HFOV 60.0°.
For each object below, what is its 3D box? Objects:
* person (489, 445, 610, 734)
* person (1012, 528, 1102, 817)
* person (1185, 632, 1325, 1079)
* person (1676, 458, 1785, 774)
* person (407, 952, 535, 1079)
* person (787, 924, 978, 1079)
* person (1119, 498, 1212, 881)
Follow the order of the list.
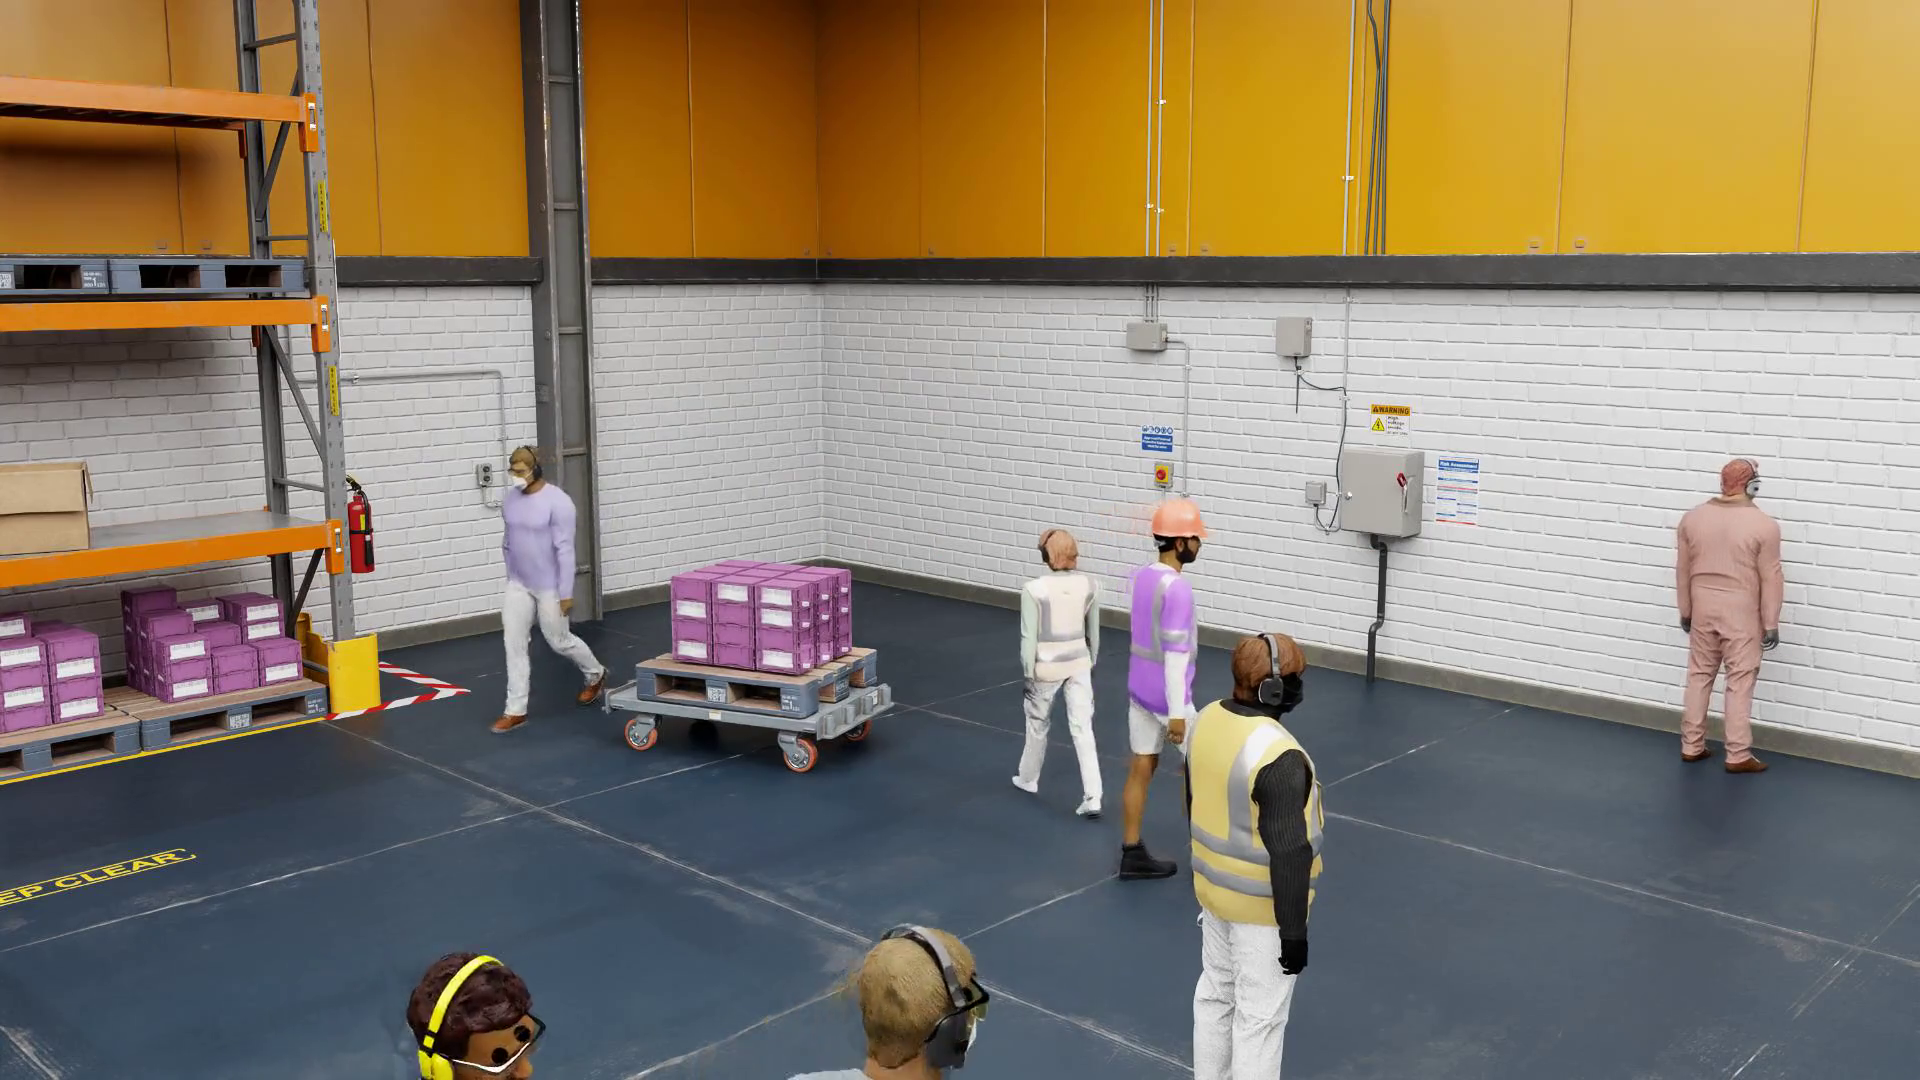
[{"bbox_3d":[-2.758,0.290,11.133,0.631,1.900,0.941,5,11,29],"label":"person"},{"bbox_3d":[0.574,0.729,9.322,0.534,1.593,0.871,-4,10,-23],"label":"person"},{"bbox_3d":[0.998,1.213,5.598,0.429,1.841,0.634,-3,10,-19],"label":"person"},{"bbox_3d":[4.674,0.450,10.083,0.403,1.904,0.651,-6,11,-34],"label":"person"},{"bbox_3d":[-0.879,1.628,3.163,0.989,1.801,0.499,-2,9,-9],"label":"person"},{"bbox_3d":[-0.147,1.623,2.935,0.645,1.905,0.986,7,11,36],"label":"person"},{"bbox_3d":[1.136,0.746,8.227,0.780,1.913,0.570,-3,10,-18],"label":"person"}]
